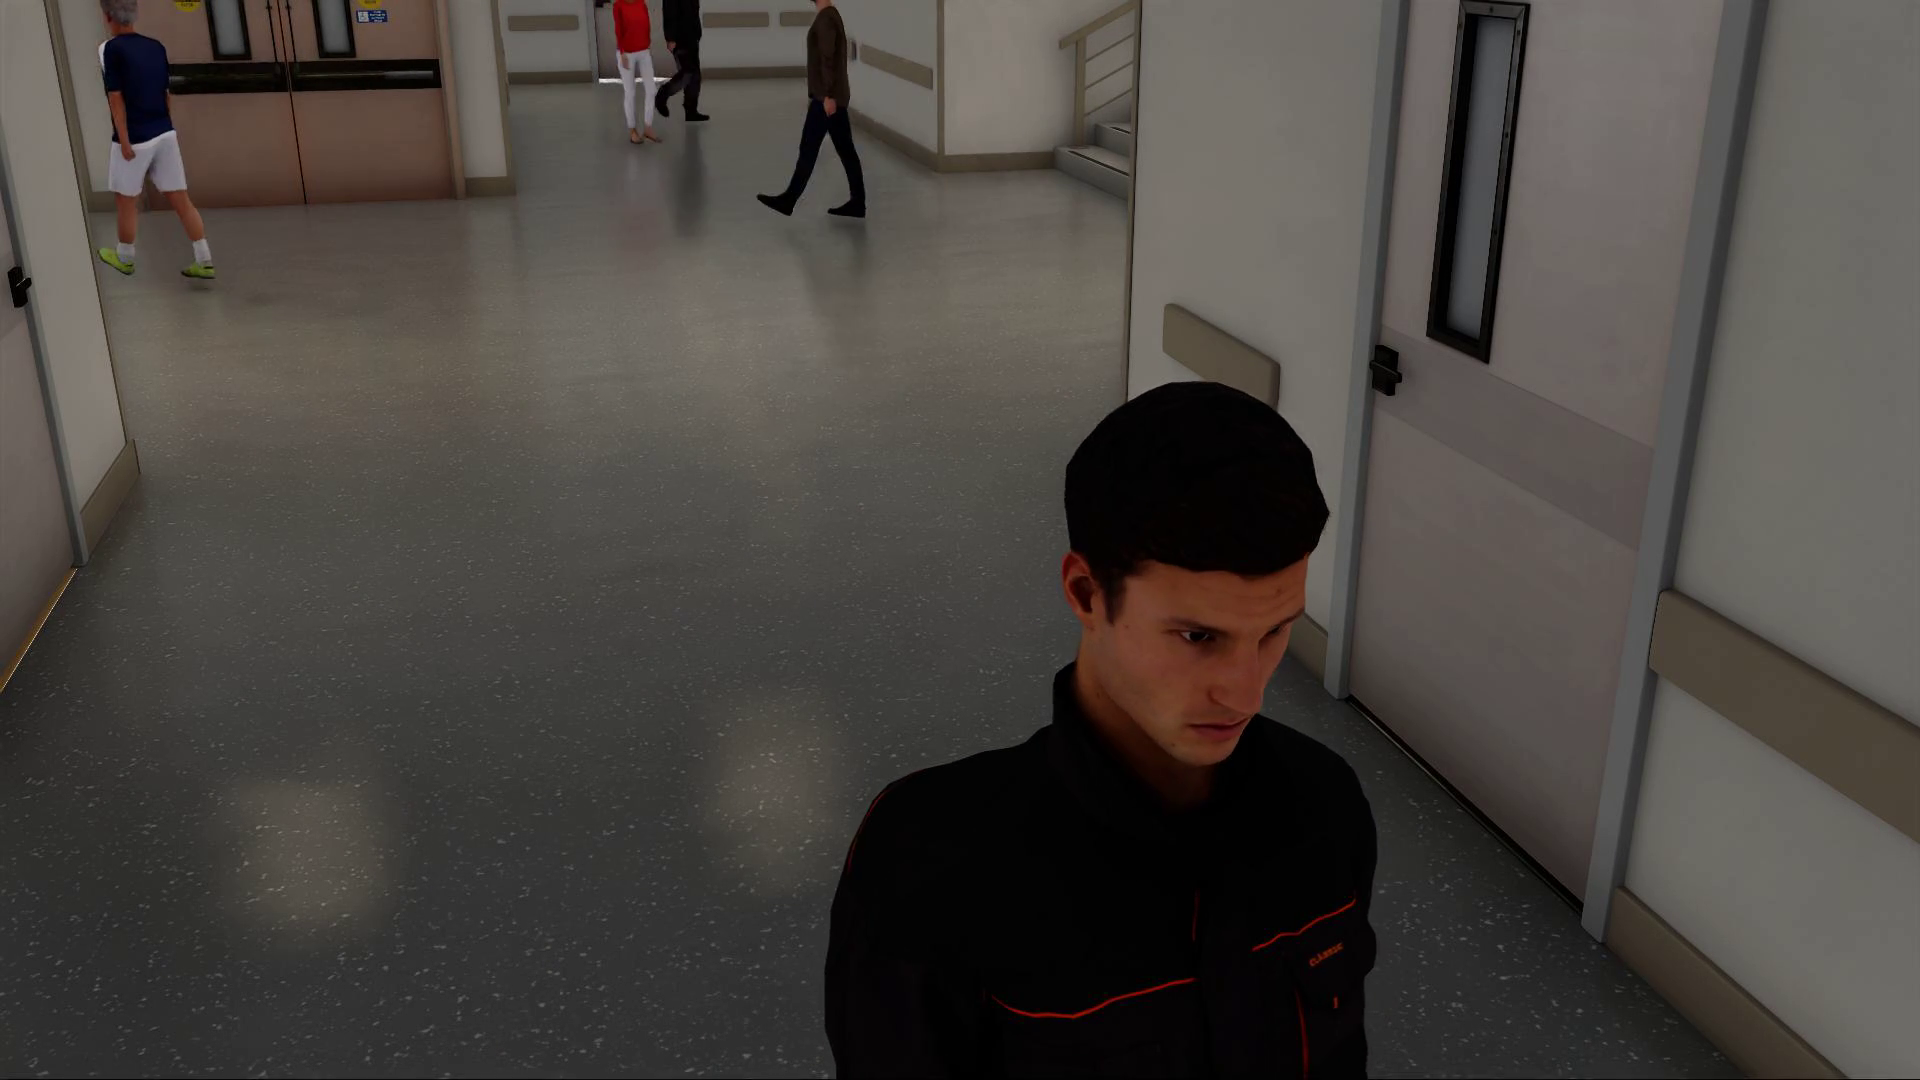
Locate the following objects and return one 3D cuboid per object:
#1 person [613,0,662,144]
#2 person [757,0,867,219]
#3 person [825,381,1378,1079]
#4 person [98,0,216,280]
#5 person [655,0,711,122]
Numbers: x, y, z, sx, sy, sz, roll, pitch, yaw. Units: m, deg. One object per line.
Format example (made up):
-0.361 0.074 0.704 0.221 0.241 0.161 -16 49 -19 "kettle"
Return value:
-3.362 -4.889 16.918 0.687 1.677 0.714 -13 25 -31 "person"
-0.906 -3.349 12.599 1.137 1.856 0.864 1 21 2 "person"
0.135 0.775 1.587 0.644 1.942 0.825 -13 24 -30 "person"
-5.032 -2.478 10.399 1.242 1.784 1.144 10 23 24 "person"
-3.170 -5.641 18.657 1.058 1.852 0.990 7 22 17 "person"
